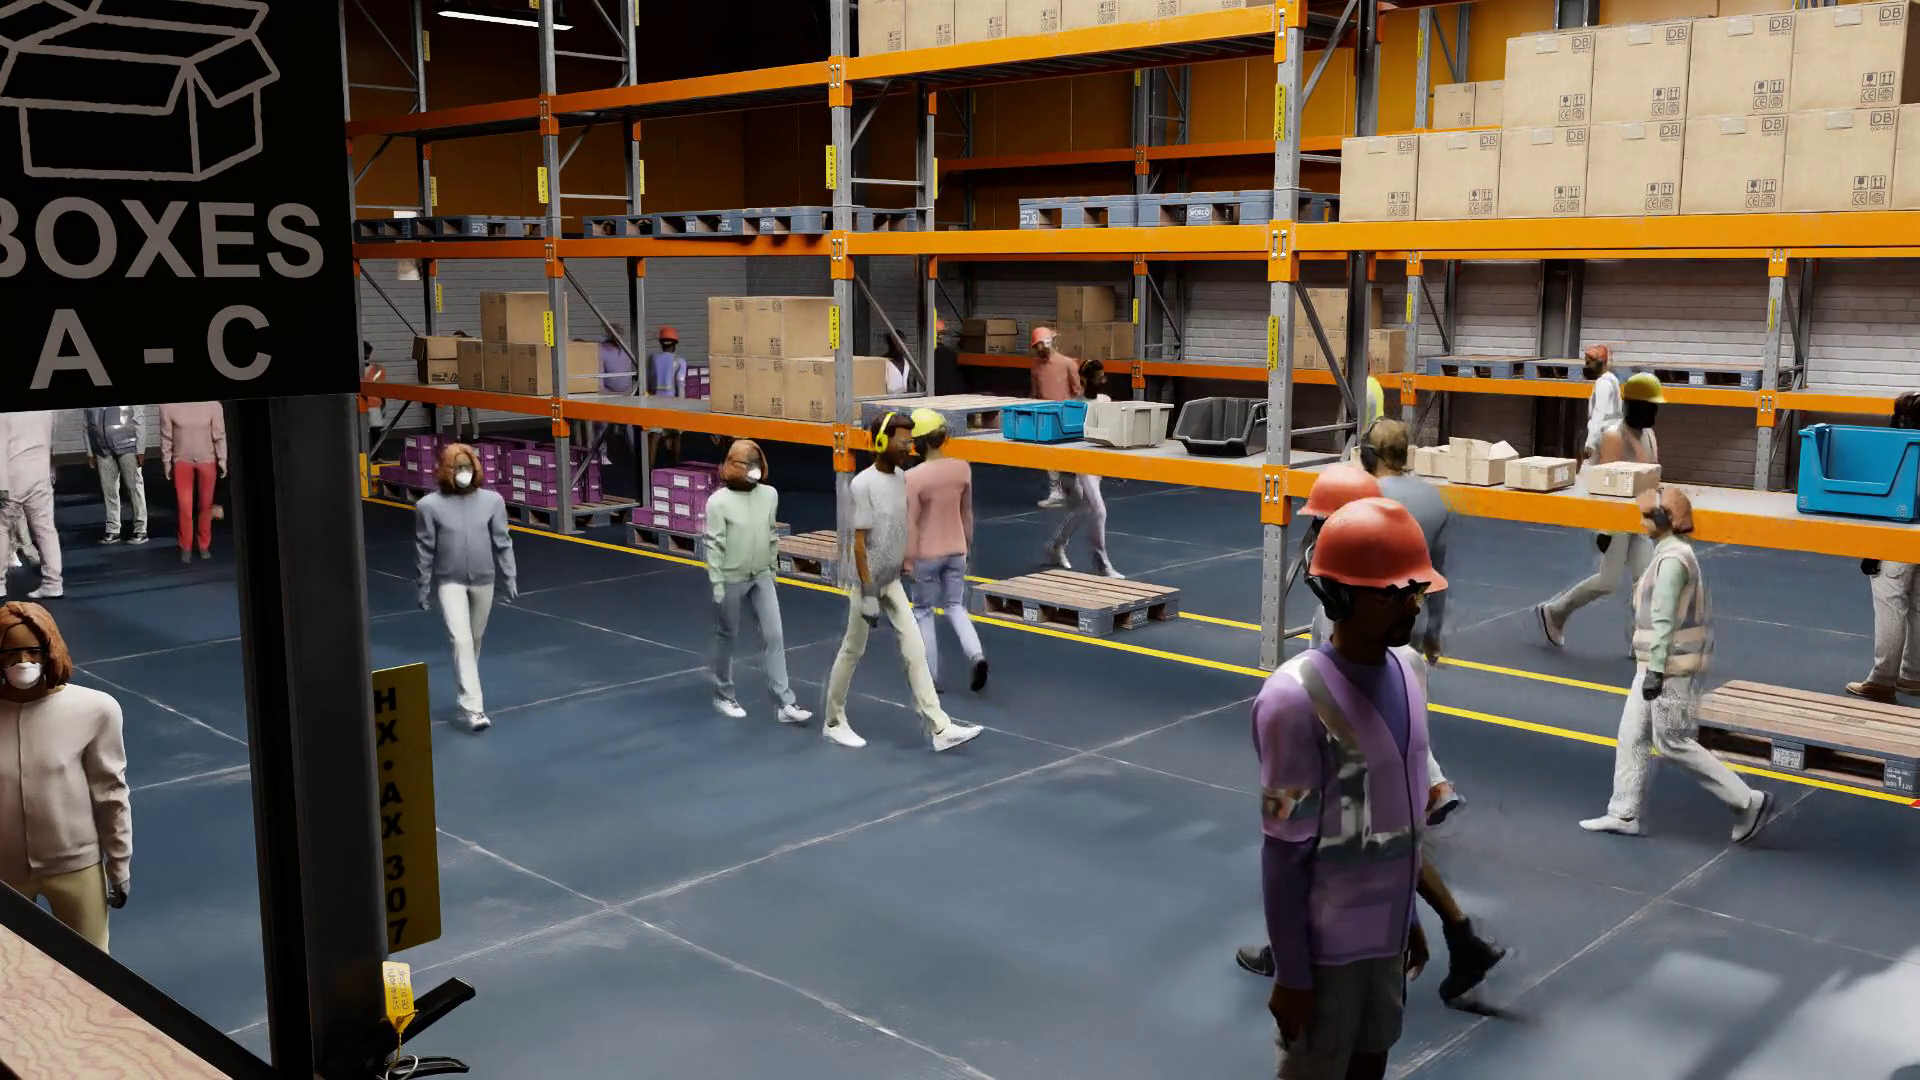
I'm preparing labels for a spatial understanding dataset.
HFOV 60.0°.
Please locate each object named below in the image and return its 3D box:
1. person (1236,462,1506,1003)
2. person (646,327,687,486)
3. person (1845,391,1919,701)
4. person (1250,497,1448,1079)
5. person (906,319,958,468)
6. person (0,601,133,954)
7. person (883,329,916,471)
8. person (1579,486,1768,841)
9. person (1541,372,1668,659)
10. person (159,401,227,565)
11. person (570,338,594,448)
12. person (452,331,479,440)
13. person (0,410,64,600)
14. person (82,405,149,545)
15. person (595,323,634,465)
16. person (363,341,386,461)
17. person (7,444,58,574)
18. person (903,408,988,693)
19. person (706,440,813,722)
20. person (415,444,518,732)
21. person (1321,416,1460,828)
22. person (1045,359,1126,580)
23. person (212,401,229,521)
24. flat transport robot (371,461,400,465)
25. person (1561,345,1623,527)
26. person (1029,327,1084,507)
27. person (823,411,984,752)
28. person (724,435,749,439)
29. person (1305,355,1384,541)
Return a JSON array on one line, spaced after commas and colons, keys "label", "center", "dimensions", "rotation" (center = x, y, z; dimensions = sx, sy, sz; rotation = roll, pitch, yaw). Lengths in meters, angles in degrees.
[{"label": "person", "center": [1.430, 0.683, 5.762], "dimensions": [0.886, 1.912, 0.561], "rotation": [7, 11, 35]}, {"label": "person", "center": [-3.531, -1.585, 19.770], "dimensions": [0.564, 1.890, 0.974], "rotation": [2, 9, 12]}, {"label": "person", "center": [5.598, 0.036, 9.894], "dimensions": [0.627, 1.847, 0.429], "rotation": [-5, 10, -28]}, {"label": "person", "center": [0.934, 0.911, 3.920], "dimensions": [0.373, 2.043, 0.615], "rotation": [8, 13, 42]}, {"label": "person", "center": [-0.322, -1.771, 20.687], "dimensions": [1.018, 1.945, 0.624], "rotation": [7, 12, 38]}, {"label": "person", "center": [-2.666, 0.973, 4.822], "dimensions": [0.497, 1.629, 0.276], "rotation": [-4, 10, -24]}, {"label": "person", "center": [-0.644, -1.374, 18.400], "dimensions": [0.732, 1.895, 0.594], "rotation": [5, 10, 28]}, {"label": "person", "center": [3.200, 0.562, 7.377], "dimensions": [0.698, 1.605, 0.544], "rotation": [3, 10, 18]}, {"label": "person", "center": [4.300, -0.155, 10.909], "dimensions": [0.595, 1.901, 0.812], "rotation": [-8, 12, -41]}, {"label": "person", "center": [-6.641, -0.653, 14.461], "dimensions": [0.525, 1.737, 0.732], "rotation": [-5, 11, -28]}, {"label": "person", "center": [-5.191, -1.934, 22.634], "dimensions": [0.545, 1.618, 0.400], "rotation": [-3, 10, -17]}, {"label": "person", "center": [-7.428, -2.301, 24.850], "dimensions": [0.514, 1.639, 0.311], "rotation": [-2, 10, -15]}, {"label": "person", "center": [-7.341, -0.462, 12.812], "dimensions": [0.823, 1.878, 0.680], "rotation": [2, 9, 11]}, {"label": "person", "center": [-7.841, -0.855, 15.438], "dimensions": [0.586, 1.824, 0.405], "rotation": [0, 9, 0]}, {"label": "person", "center": [-4.406, -1.867, 21.509], "dimensions": [0.972, 1.857, 0.701], "rotation": [9, 13, 43]}, {"label": "person", "center": [-7.442, -1.655, 20.791], "dimensions": [0.549, 1.665, 0.682], "rotation": [-3, 10, -16]}, {"label": "person", "center": [-7.946, -0.622, 14.047], "dimensions": [1.015, 1.806, 0.530], "rotation": [8, 12, 39]}, {"label": "person", "center": [-0.107, 0.085, 9.883], "dimensions": [0.533, 1.743, 0.562], "rotation": [-6, 11, -34]}, {"label": "person", "center": [-1.144, 0.248, 9.298], "dimensions": [0.530, 1.599, 0.781], "rotation": [-8, 12, -42]}, {"label": "person", "center": [-2.741, 0.257, 9.298], "dimensions": [0.519, 1.579, 0.842], "rotation": [-6, 11, -32]}, {"label": "person", "center": [1.889, 0.413, 7.366], "dimensions": [0.628, 1.920, 0.504], "rotation": [-7, 11, -35]}, {"label": "person", "center": [1.049, -0.610, 13.909], "dimensions": [0.926, 1.835, 0.528], "rotation": [9, 13, 42]}, {"label": "person", "center": [-7.239, -1.149, 16.555], "dimensions": [0.707, 2.000, 0.549], "rotation": [-9, 13, -43]}, {"label": "flat transport robot", "center": [-6.921, -0.819, 19.946], "dimensions": [1.431, 0.197, 0.652], "rotation": [-1, 9, -8]}, {"label": "person", "center": [6.279, -0.994, 16.260], "dimensions": [0.989, 1.827, 0.629], "rotation": [4, 10, 22]}, {"label": "person", "center": [1.088, -1.288, 17.715], "dimensions": [0.776, 1.943, 0.479], "rotation": [6, 11, 34]}, {"label": "person", "center": [-0.349, 0.241, 8.730], "dimensions": [0.987, 1.806, 0.569], "rotation": [6, 11, 31]}, {"label": "person", "center": [-3.409, -2.499, 25.176], "dimensions": [0.377, 1.929, 0.585], "rotation": [-6, 11, -31]}, {"label": "person", "center": [3.498, -0.804, 15.126], "dimensions": [0.868, 1.808, 0.649], "rotation": [5, 10, 27]}]
